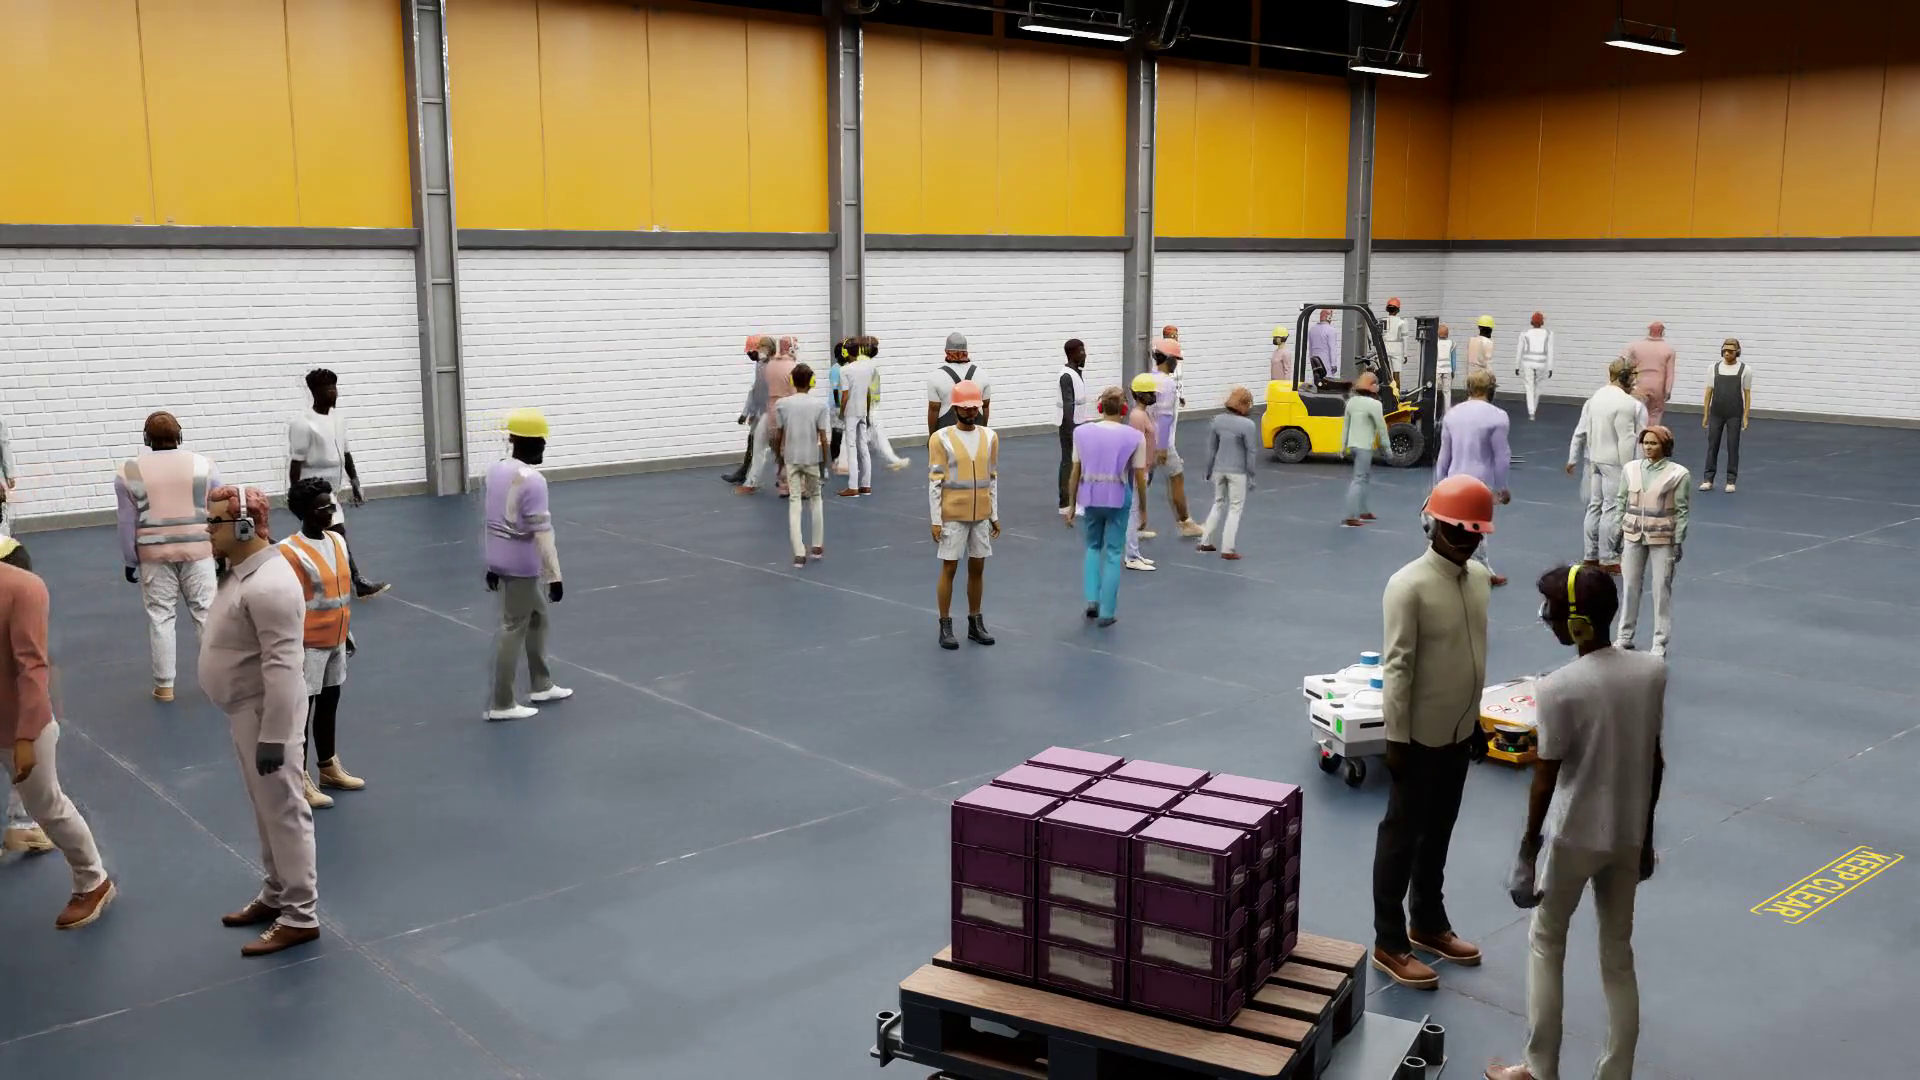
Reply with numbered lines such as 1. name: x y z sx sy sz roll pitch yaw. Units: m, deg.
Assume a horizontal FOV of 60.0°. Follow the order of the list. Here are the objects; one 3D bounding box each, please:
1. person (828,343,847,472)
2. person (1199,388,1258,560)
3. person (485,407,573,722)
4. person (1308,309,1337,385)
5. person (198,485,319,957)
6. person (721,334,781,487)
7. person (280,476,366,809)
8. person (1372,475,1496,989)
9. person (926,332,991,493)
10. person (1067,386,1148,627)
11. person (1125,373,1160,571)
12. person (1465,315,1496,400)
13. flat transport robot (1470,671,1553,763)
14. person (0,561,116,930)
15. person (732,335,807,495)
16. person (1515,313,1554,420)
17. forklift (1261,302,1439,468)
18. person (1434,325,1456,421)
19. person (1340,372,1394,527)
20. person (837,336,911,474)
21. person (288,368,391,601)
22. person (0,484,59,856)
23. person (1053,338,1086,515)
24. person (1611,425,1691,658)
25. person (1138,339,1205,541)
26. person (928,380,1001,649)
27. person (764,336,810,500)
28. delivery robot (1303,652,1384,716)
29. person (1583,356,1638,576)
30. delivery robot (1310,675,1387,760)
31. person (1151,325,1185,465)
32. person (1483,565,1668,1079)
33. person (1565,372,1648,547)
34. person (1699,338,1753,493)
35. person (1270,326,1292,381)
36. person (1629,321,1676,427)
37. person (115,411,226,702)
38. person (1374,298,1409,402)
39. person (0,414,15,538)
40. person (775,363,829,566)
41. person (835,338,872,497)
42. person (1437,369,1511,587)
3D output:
1. person: -1.561 -1.740 21.793 0.320 1.692 0.531 2 10 9
2. person: 2.510 -0.611 15.497 0.358 1.600 0.613 -8 13 -40
3. person: -2.606 0.140 10.177 0.785 1.895 0.615 -8 13 -41
4. person: 6.391 -3.101 29.149 0.407 1.904 0.639 -5 11 -29
5. person: -2.861 0.720 6.760 0.399 1.909 0.642 -6 11 -31
6. person: -2.419 -1.568 20.307 0.993 1.874 0.533 0 10 2
7. person: -3.311 0.515 8.575 0.322 1.697 0.532 3 10 14
8. person: 1.872 0.727 6.488 0.612 1.986 0.400 -8 13 -40
9. person: -0.048 -1.128 17.189 0.675 2.000 0.536 -3 10 -18
10. person: 1.133 -0.256 12.688 0.611 1.828 0.494 4 10 20
11. person: 1.637 -0.615 14.988 0.313 1.769 0.523 1 10 6
12. person: 7.947 -2.466 25.358 0.381 1.924 0.593 -3 10 -18
13. flat transport robot: 3.381 1.022 9.774 1.431 0.197 0.652 -8 13 -40
14. person: -3.851 0.723 6.644 0.606 1.950 1.021 1 10 6
15. person: -2.229 -1.486 19.758 0.981 1.895 0.634 -4 11 -24
16. person: 9.953 -3.014 28.855 0.596 1.829 0.974 2 10 11
17. forklift: 5.320 -2.157 22.763 2.313 2.155 1.214 3 10 16
18. person: 8.244 -2.863 28.518 0.524 1.639 0.308 -1 10 -5
19. person: 4.269 -0.943 17.361 0.675 1.609 0.512 -4 11 -23
20. person: -1.150 -1.733 21.480 0.989 1.781 0.627 -4 11 -23
21. person: -5.175 -0.447 13.617 1.045 1.901 0.625 2 10 11
22. person: -4.488 0.606 7.669 0.668 1.816 0.594 2 10 11
23. person: 1.218 -1.241 18.204 0.392 1.922 0.593 2 10 10
24. person: 4.856 0.009 11.719 0.314 1.638 0.528 -8 13 -40
25. person: 2.077 -0.977 16.434 0.959 1.994 0.640 -3 10 -18
26. person: 0.049 -0.185 11.970 0.553 1.935 0.361 -5 11 -26
27. person: -1.971 -1.407 19.249 0.437 1.903 0.660 -9 13 -44
28. delivery robot: 2.327 0.883 9.487 0.707 0.478 0.477 -3 10 -16
29. person: 5.776 -0.658 14.740 0.354 1.936 0.635 -1 10 -6
30. delivery robot: 2.254 0.971 8.971 0.707 0.478 0.477 -3 10 -18
31. person: 2.822 -1.954 22.486 0.582 1.882 0.351 -8 13 -40
32. person: 2.050 0.992 5.419 0.533 1.846 0.391 -3 10 -15
33. person: 6.034 -0.724 15.531 0.661 1.795 0.534 6 11 32
34. person: 9.147 -1.485 19.850 0.506 1.845 0.342 7 12 35
35. person: 4.785 -2.315 24.938 0.315 1.769 0.523 -2 10 -13
36. person: 9.982 -2.223 24.048 0.653 1.888 0.729 6 11 30
37. person: -4.984 0.102 10.565 0.619 1.847 0.430 -5 11 -26
38. person: 8.029 -3.484 30.976 0.615 2.041 0.392 4 10 20
39. person: -8.741 -0.594 14.934 0.493 1.743 0.314 -1 10 -4
40. person: -1.458 -0.709 15.347 0.516 1.842 0.830 0 10 -2
41. person: -1.251 -1.434 19.502 0.327 1.865 0.520 8 13 41
42. person: 4.215 -0.475 13.841 1.029 1.894 0.616 -5 11 -26
